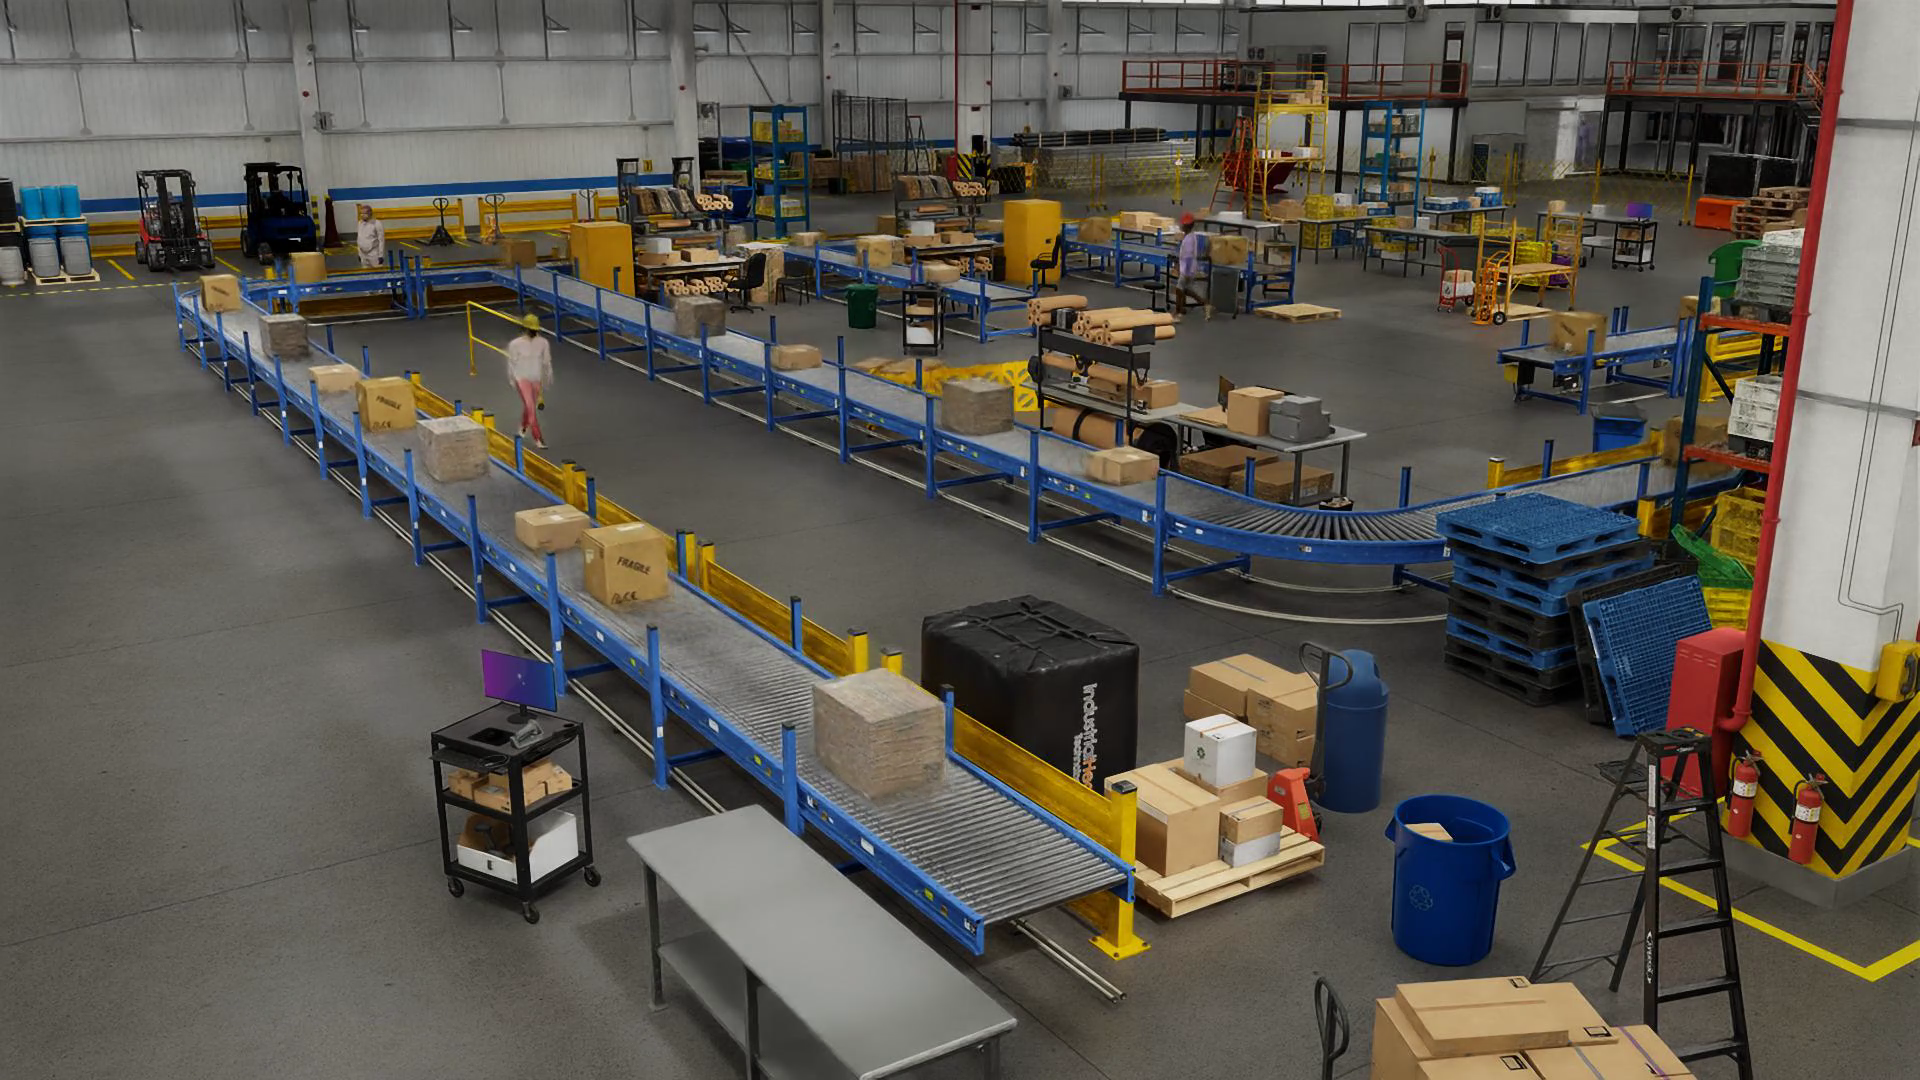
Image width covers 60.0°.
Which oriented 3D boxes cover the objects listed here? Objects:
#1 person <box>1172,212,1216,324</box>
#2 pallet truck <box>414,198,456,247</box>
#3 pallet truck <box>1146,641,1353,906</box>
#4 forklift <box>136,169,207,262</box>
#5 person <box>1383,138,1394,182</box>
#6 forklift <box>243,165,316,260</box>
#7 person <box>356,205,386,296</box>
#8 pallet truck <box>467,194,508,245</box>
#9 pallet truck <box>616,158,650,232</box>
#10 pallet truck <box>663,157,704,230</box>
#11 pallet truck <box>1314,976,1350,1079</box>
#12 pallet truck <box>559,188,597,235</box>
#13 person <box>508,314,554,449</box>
[{"bbox_3d":[4.151,-4.866,29.882,0.858,2.019,0.620,4,17,14],"label":"person"},{"bbox_3d":[-13.250,-8.060,41.856,0.680,1.201,1.601,-10,20,-31],"label":"pallet truck"},{"bbox_3d":[1.664,1.407,10.232,1.630,1.274,0.653,-10,20,-31],"label":"pallet truck"},{"bbox_3d":[-17.842,-7.318,37.559,1.157,1.987,2.680,-10,20,-31],"label":"forklift"},{"bbox_3d":[14.472,-12.713,56.286,0.514,1.842,0.324,-14,22,-39],"label":"person"},{"bbox_3d":[-15.898,-7.669,38.708,1.157,1.987,2.680,-11,20,-33],"label":"forklift"},{"bbox_3d":[-11.478,-5.558,32.373,0.642,1.907,0.410,7,18,23],"label":"person"},{"bbox_3d":[-11.983,-8.177,42.137,0.704,1.261,1.522,-11,20,-33],"label":"pallet truck"},{"bbox_3d":[-8.918,-9.176,44.255,0.823,1.965,1.885,-9,19,-27],"label":"pallet truck"},{"bbox_3d":[-7.586,-9.308,44.692,0.823,1.965,1.885,-11,20,-33],"label":"pallet truck"},{"bbox_3d":[2.299,2.390,7.086,1.601,1.201,0.680,-2,17,-7],"label":"pallet truck"},{"bbox_3d":[-10.010,-8.652,43.699,0.653,1.274,1.630,-10,20,-31],"label":"pallet truck"},{"bbox_3d":[-5.472,-2.057,21.091,0.531,1.700,0.934,-11,20,-34],"label":"person"}]
